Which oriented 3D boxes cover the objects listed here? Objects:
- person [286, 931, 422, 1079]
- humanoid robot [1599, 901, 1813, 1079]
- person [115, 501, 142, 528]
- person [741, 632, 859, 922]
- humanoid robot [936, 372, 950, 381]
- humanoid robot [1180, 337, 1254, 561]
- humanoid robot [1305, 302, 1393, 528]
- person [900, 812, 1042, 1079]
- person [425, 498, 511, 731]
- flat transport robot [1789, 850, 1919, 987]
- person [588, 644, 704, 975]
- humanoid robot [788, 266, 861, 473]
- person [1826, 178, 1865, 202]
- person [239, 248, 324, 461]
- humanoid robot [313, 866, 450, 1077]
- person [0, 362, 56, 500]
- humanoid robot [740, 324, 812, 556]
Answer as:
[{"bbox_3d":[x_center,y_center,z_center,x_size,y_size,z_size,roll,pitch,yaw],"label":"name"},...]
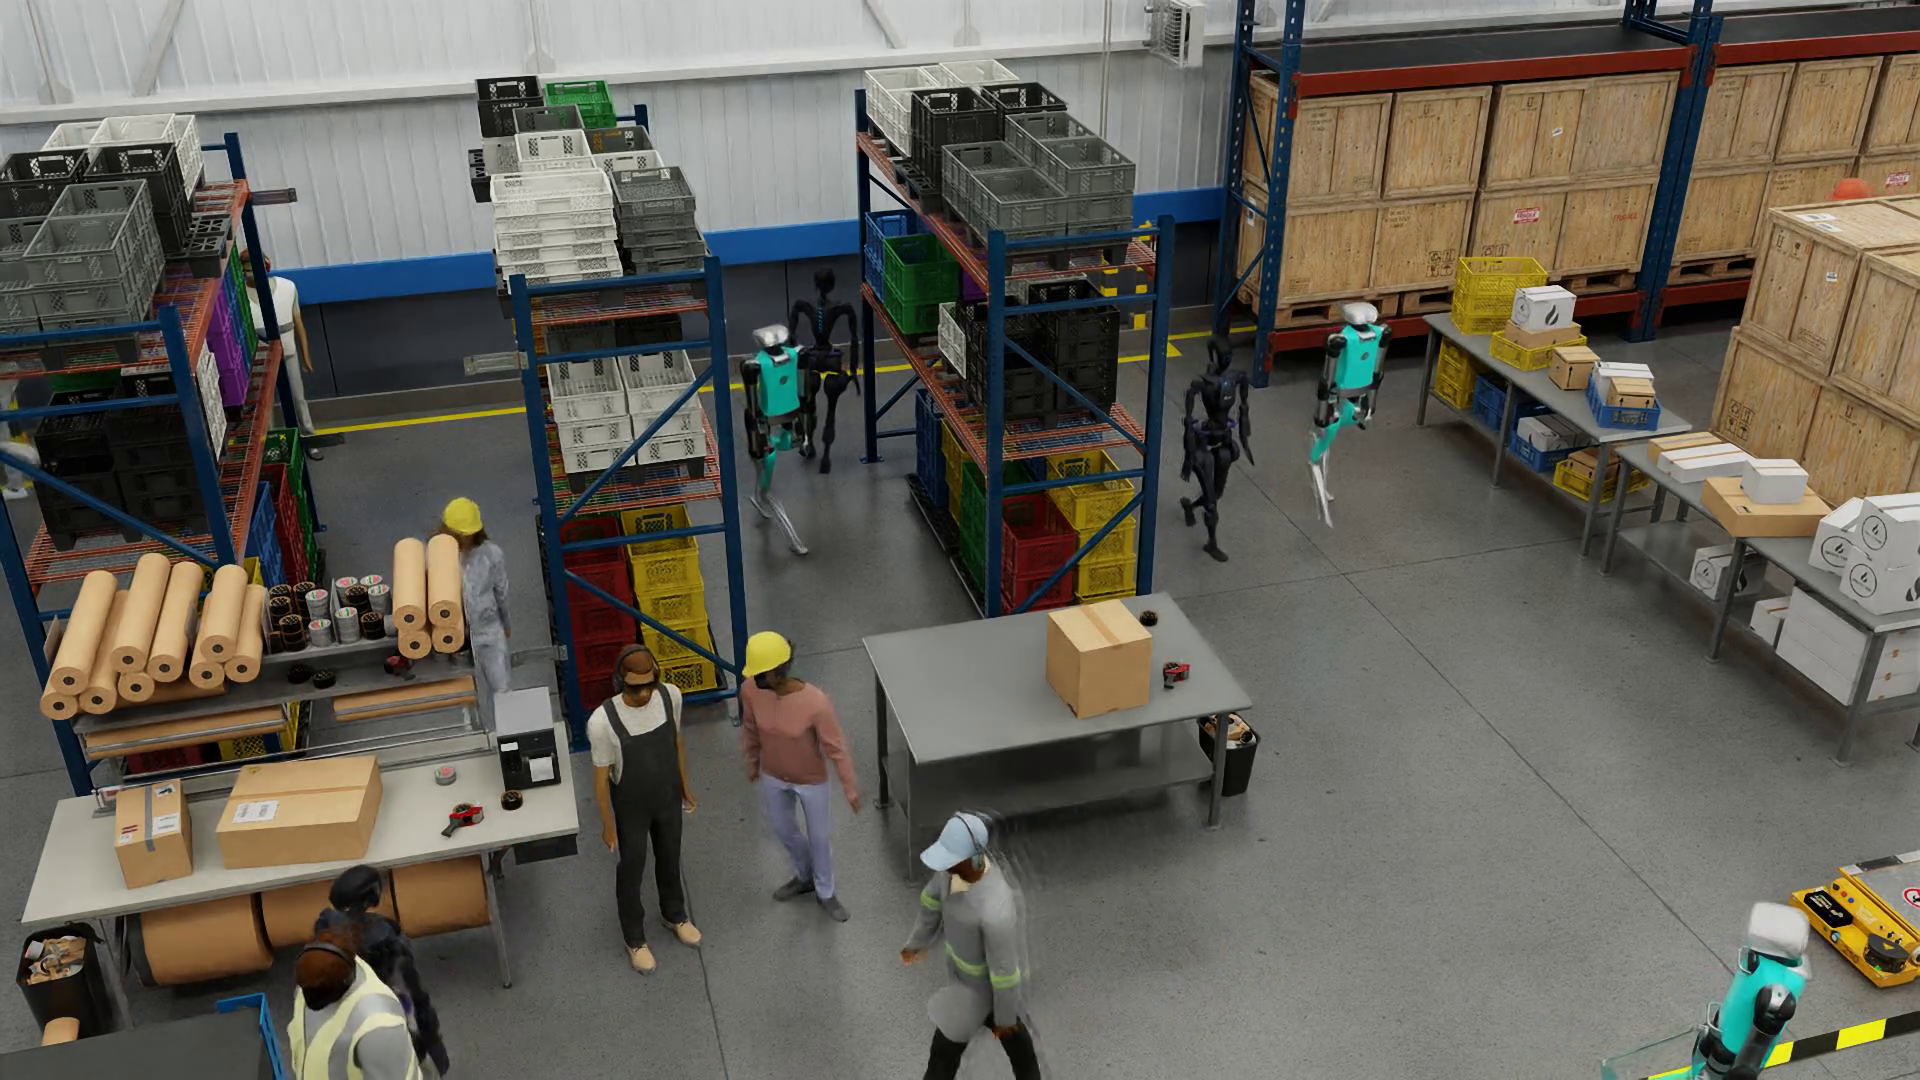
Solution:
[{"bbox_3d":[-2.375,2.221,6.557,0.967,1.775,0.656,-25,37,-38],"label":"person"},{"bbox_3d":[2.862,2.101,6.675,0.735,1.677,0.533,12,31,21],"label":"humanoid robot"},{"bbox_3d":[-6.125,-1.013,12.164,0.604,2.044,0.374,5,29,9],"label":"person"},{"bbox_3d":[-0.810,1.211,8.429,0.640,1.745,0.389,11,31,20],"label":"person"},{"bbox_3d":[0.148,-2.120,14.555,0.897,1.817,0.546,-10,30,-17],"label":"humanoid robot"},{"bbox_3d":[1.808,-0.706,12.032,0.589,1.652,0.732,-14,32,-24],"label":"humanoid robot"},{"bbox_3d":[2.789,-0.994,12.475,0.543,1.794,0.835,-12,31,-20],"label":"humanoid robot"},{"bbox_3d":[-0.038,1.883,7.138,0.986,1.800,0.600,-6,29,-11],"label":"person"},{"bbox_3d":[-2.853,0.516,9.730,0.478,1.694,0.842,-10,30,-17],"label":"person"},{"bbox_3d":[5.163,1.916,8.676,1.431,0.231,0.659,-8,30,-14],"label":"flat transport robot"},{"bbox_3d":[-1.536,1.296,8.168,0.512,1.842,0.327,-23,36,-36],"label":"person"},{"bbox_3d":[-1.089,-1.355,13.177,0.610,1.630,0.462,2,29,3],"label":"humanoid robot"},{"bbox_3d":[7.506,-2.197,14.442,0.439,1.922,0.551,-2,29,-3],"label":"person"},{"bbox_3d":[-5.450,-1.448,13.173,0.561,1.835,0.398,-16,33,-27],"label":"person"},{"bbox_3d":[-2.464,2.046,6.990,0.599,1.648,0.498,13,31,22],"label":"humanoid robot"},{"bbox_3d":[-7.248,-1.131,12.576,0.632,1.854,0.524,-9,30,-16],"label":"person"},{"bbox_3d":[-1.439,-0.804,12.151,0.537,1.778,1.034,-19,34,-31],"label":"humanoid robot"}]
